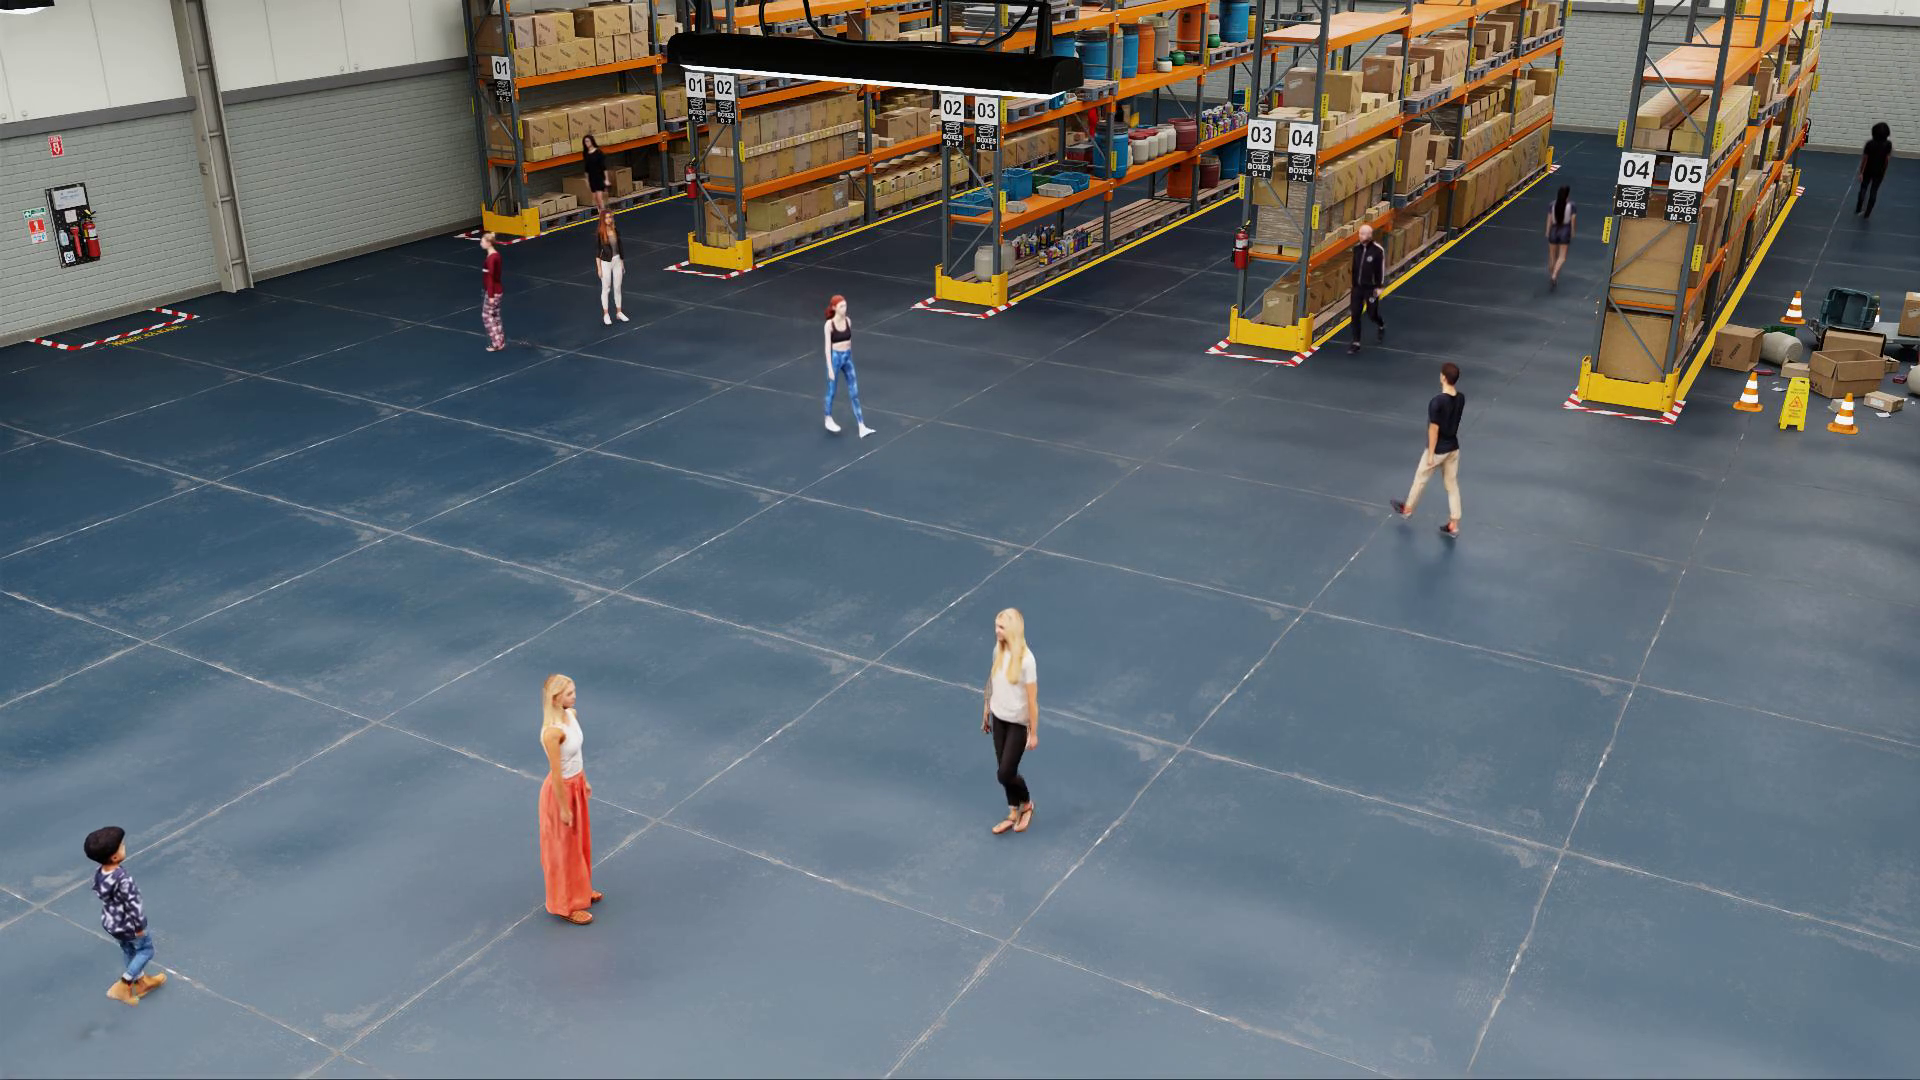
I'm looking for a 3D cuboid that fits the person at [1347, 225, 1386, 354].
[{"bbox_3d":[5.784,-3.562,23.556,0.792,1.810,1.050,18,29,35],"label":"person"}]

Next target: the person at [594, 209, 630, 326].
[{"bbox_3d":[-5.261,-4.125,25.016,0.580,1.704,0.719,-17,28,-35],"label":"person"}]

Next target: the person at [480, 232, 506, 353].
[{"bbox_3d":[-6.595,-3.538,23.648,0.807,1.695,0.718,-2,23,-6],"label":"person"}]

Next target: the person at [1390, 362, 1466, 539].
[{"bbox_3d":[5.076,-0.891,17.270,1.158,1.814,1.092,-12,26,-27],"label":"person"}]

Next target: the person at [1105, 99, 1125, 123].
[{"bbox_3d":[3.423,-8.921,36.448,0.735,1.584,0.791,19,30,38],"label":"person"}]

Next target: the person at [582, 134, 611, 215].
[{"bbox_3d":[-6.670,-6.608,30.765,0.660,1.774,0.745,9,25,20],"label":"person"}]

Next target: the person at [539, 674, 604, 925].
[{"bbox_3d":[-2.650,1.713,11.158,0.777,1.806,0.659,2,23,5],"label":"person"}]

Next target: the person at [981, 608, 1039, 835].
[{"bbox_3d":[0.449,1.313,12.085,0.742,1.815,0.721,-19,29,-37],"label":"person"}]

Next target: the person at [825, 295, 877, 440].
[{"bbox_3d":[-1.521,-2.100,20.205,1.164,1.742,0.926,-18,29,-36],"label":"person"}]

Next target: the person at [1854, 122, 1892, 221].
[{"bbox_3d":[17.382,-6.987,31.614,0.700,1.807,0.962,10,25,23],"label":"person"}]

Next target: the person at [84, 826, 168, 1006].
[{"bbox_3d":[-5.240,2.362,10.349,0.497,1.245,0.617,13,26,29],"label":"person"}]

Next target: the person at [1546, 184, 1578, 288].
[{"bbox_3d":[9.726,-4.912,26.970,0.626,1.622,0.989,14,27,30],"label":"person"}]
